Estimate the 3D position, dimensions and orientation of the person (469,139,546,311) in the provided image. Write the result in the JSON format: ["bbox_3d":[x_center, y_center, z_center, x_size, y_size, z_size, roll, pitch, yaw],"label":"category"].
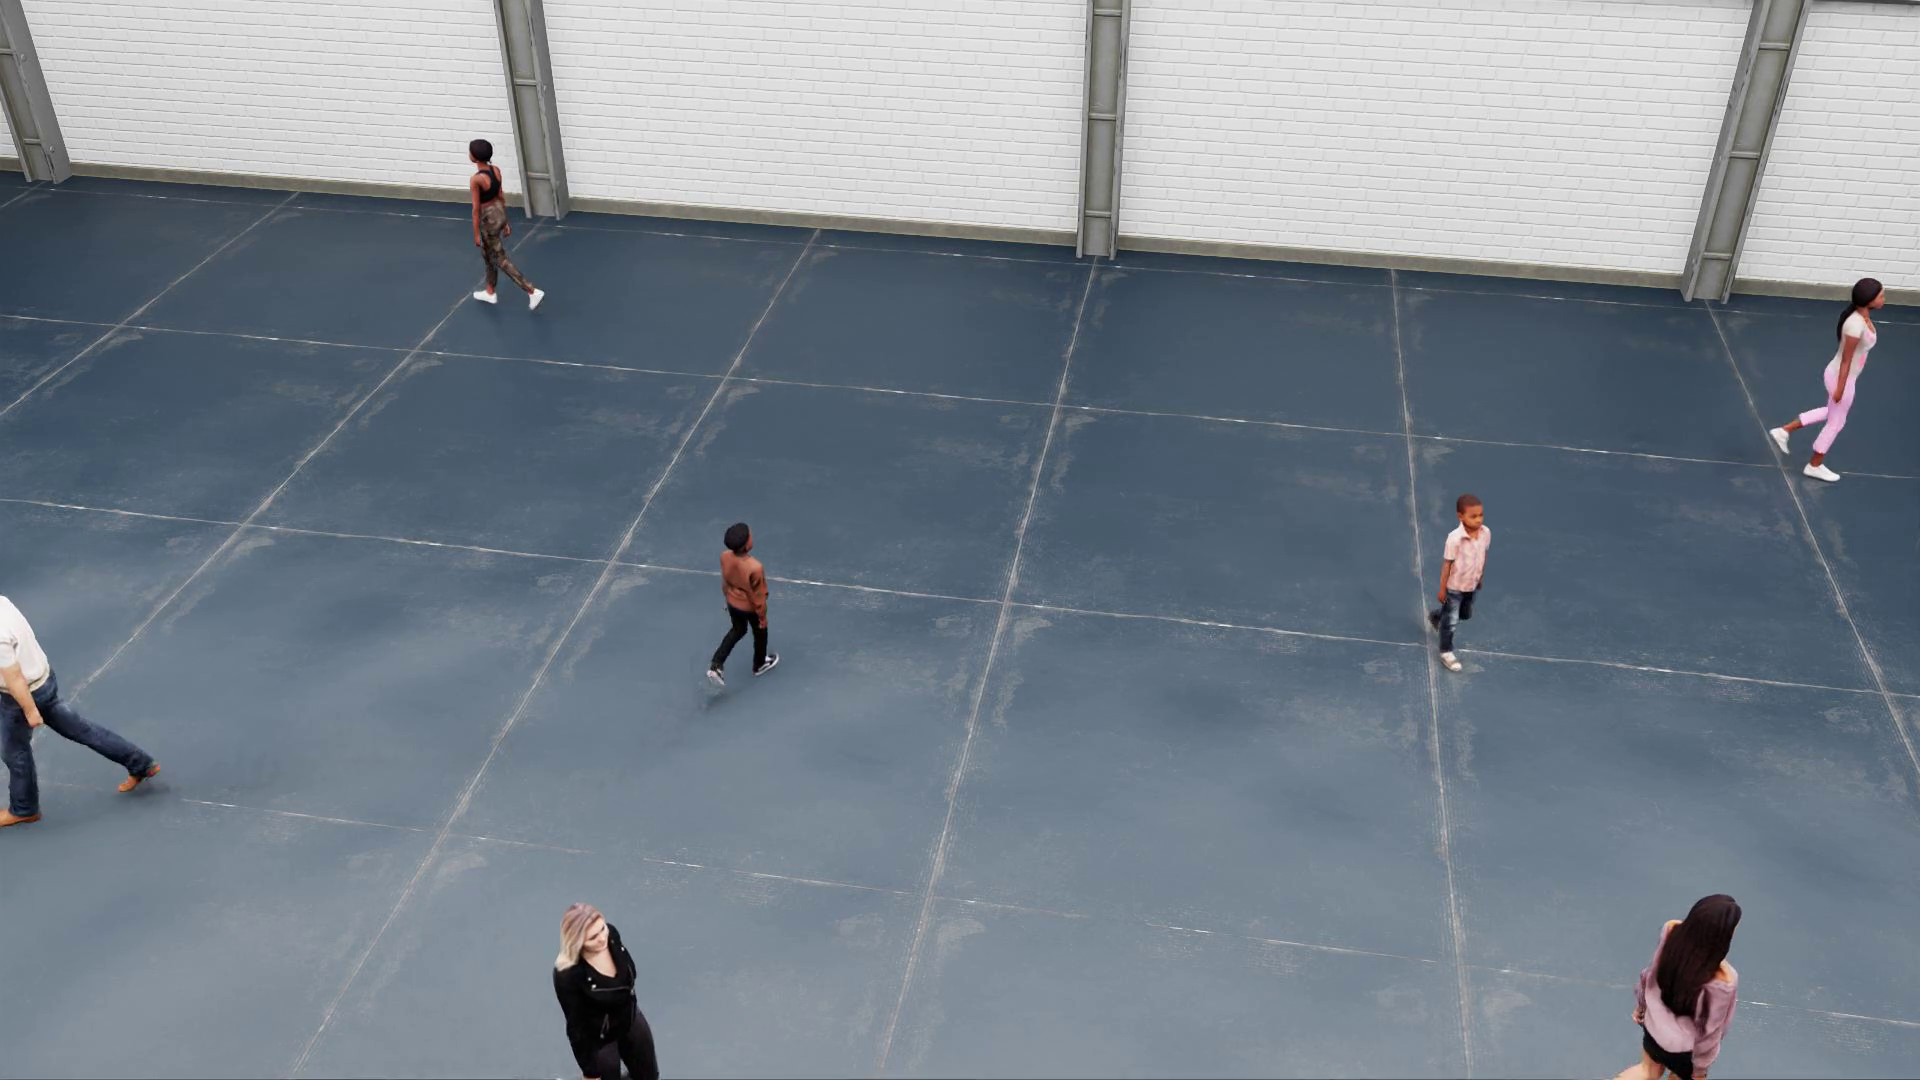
[{"bbox_3d":[-4.340,-2.936,15.672,1.167,1.674,0.764,14,36,20],"label":"person"}]

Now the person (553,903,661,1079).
[{"bbox_3d":[-1.733,2.293,7.808,0.698,1.671,0.697,15,36,21],"label":"person"}]

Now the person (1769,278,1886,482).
[{"bbox_3d":[6.866,-1.285,13.141,0.890,1.726,0.714,15,37,21],"label":"person"}]

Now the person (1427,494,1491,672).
[{"bbox_3d":[3.348,0.241,11.232,0.737,1.299,0.766,-14,36,-20],"label":"person"}]

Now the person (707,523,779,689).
[{"bbox_3d":[-1.461,0.451,10.969,0.842,1.240,0.796,22,40,30],"label":"person"}]

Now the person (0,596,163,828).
[{"bbox_3d":[-5.357,0.891,9.790,1.343,1.812,1.085,-9,35,-14],"label":"person"}]

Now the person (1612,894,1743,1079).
[{"bbox_3d":[3.217,2.318,7.656,1.014,1.798,0.865,-9,35,-14],"label":"person"}]
